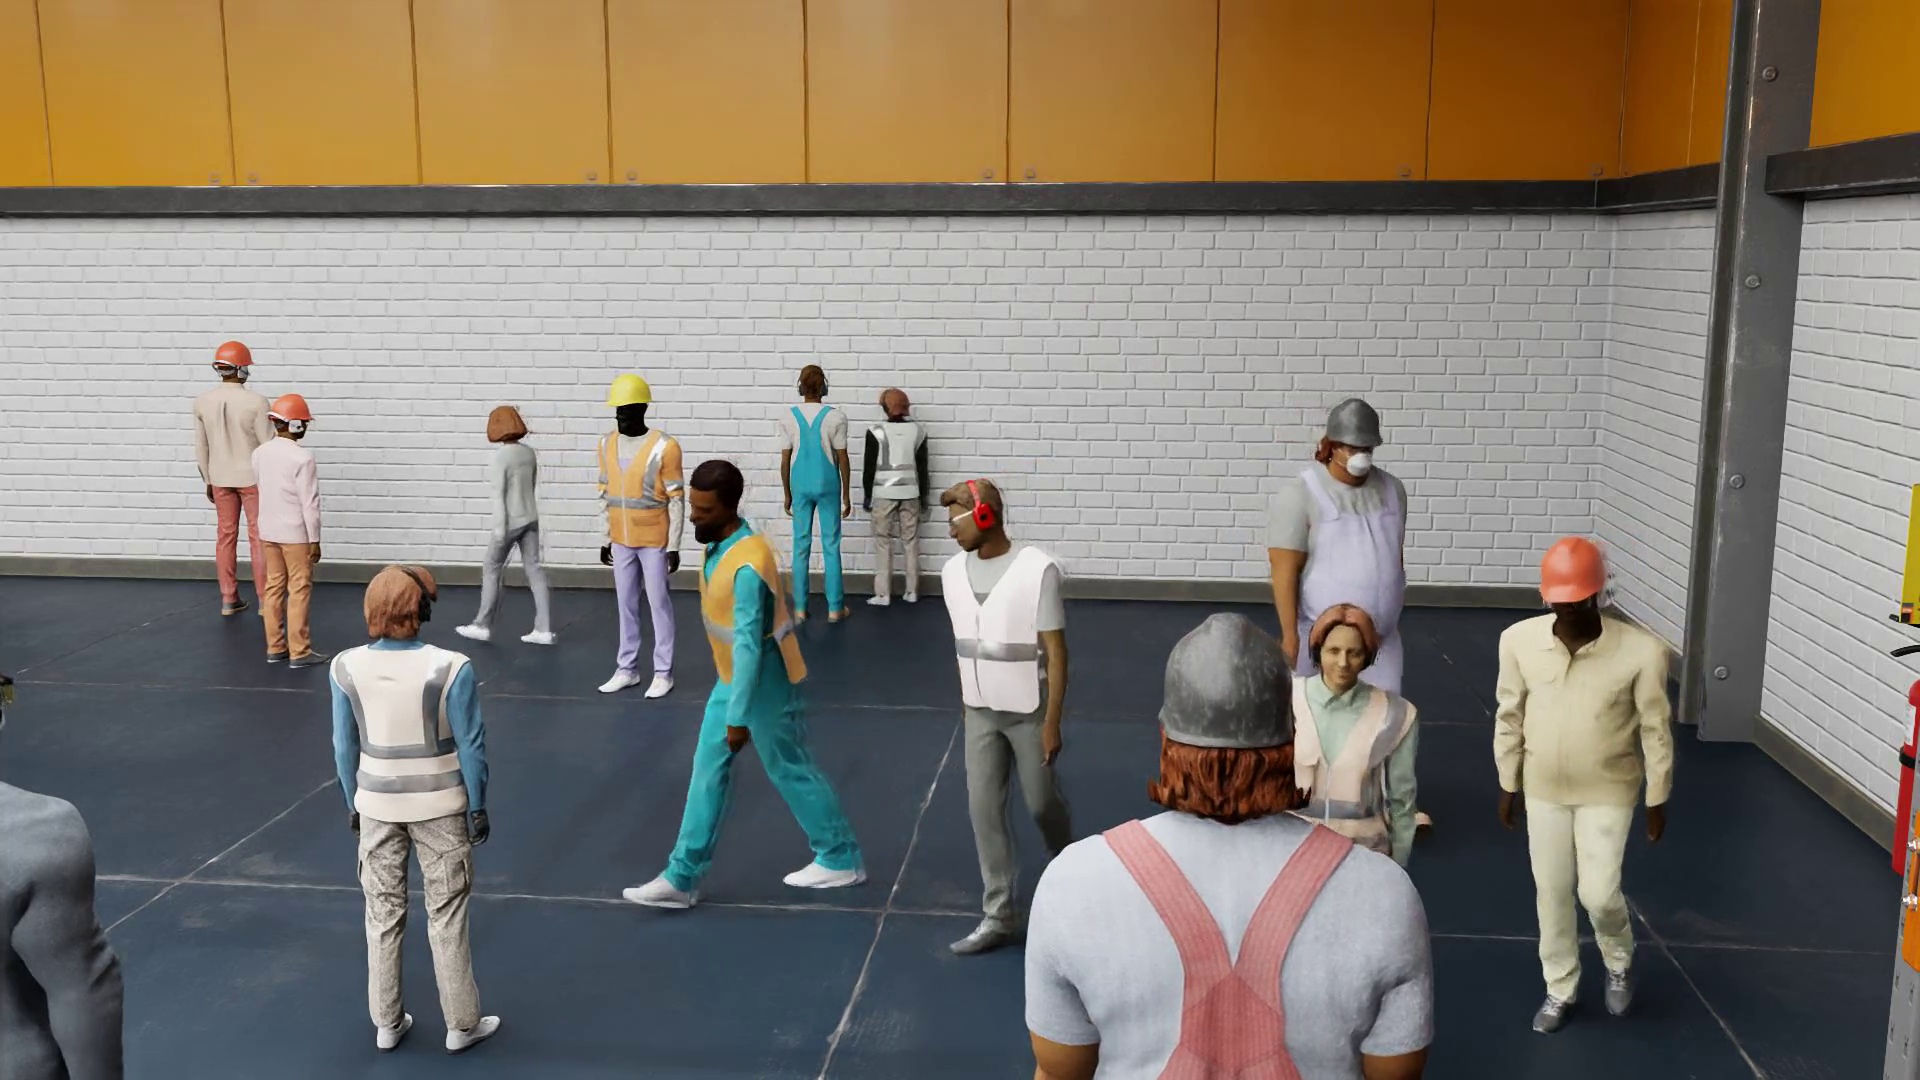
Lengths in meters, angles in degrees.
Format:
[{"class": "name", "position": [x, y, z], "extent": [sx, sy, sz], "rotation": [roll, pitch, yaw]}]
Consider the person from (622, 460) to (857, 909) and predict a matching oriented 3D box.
[{"class": "person", "position": [-0.876, 0.580, 6.670], "extent": [0.994, 1.843, 0.665], "rotation": [-4, 11, -24]}]

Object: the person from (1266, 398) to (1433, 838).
[{"class": "person", "position": [1.754, 0.331, 7.517], "extent": [0.706, 2.000, 1.016], "rotation": [-2, 10, -14]}]

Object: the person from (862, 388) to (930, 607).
[{"class": "person", "position": [-0.458, -0.311, 12.362], "extent": [0.550, 1.632, 0.385], "rotation": [-5, 11, -27]}]

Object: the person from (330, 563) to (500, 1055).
[{"class": "person", "position": [-1.790, 0.890, 5.461], "extent": [0.510, 1.642, 0.308], "rotation": [1, 10, 6]}]

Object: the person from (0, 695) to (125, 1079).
[{"class": "person", "position": [-1.946, 1.115, 3.318], "extent": [0.629, 1.940, 0.373], "rotation": [1, 10, 6]}]

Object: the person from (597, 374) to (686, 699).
[{"class": "person", "position": [-1.902, -0.020, 9.849], "extent": [0.589, 1.928, 0.385], "rotation": [5, 11, 26]}]

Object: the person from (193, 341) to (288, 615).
[{"class": "person", "position": [-5.212, -0.441, 12.066], "extent": [0.608, 1.995, 0.377], "rotation": [1, 10, 6]}]

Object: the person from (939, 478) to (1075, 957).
[{"class": "person", "position": [0.227, 0.646, 6.436], "extent": [0.636, 1.798, 0.782], "rotation": [7, 12, 35]}]

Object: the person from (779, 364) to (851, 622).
[{"class": "person", "position": [-1.024, -0.325, 11.833], "extent": [0.506, 1.847, 0.346], "rotation": [1, 10, 6]}]

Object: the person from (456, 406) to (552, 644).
[{"class": "person", "position": [-3.083, -0.099, 11.209], "extent": [0.767, 1.599, 0.533], "rotation": [4, 11, 22]}]

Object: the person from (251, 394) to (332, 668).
[{"class": "person", "position": [-4.254, -0.062, 10.631], "extent": [0.557, 1.743, 0.363], "rotation": [6, 12, 31]}]

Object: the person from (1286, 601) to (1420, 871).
[{"class": "person", "position": [1.127, 0.962, 5.096], "extent": [0.522, 1.617, 0.648], "rotation": [3, 10, 15]}]

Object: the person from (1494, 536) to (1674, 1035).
[{"class": "person", "position": [2.066, 0.826, 5.591], "extent": [0.567, 1.726, 0.458], "rotation": [8, 13, 38]}]
